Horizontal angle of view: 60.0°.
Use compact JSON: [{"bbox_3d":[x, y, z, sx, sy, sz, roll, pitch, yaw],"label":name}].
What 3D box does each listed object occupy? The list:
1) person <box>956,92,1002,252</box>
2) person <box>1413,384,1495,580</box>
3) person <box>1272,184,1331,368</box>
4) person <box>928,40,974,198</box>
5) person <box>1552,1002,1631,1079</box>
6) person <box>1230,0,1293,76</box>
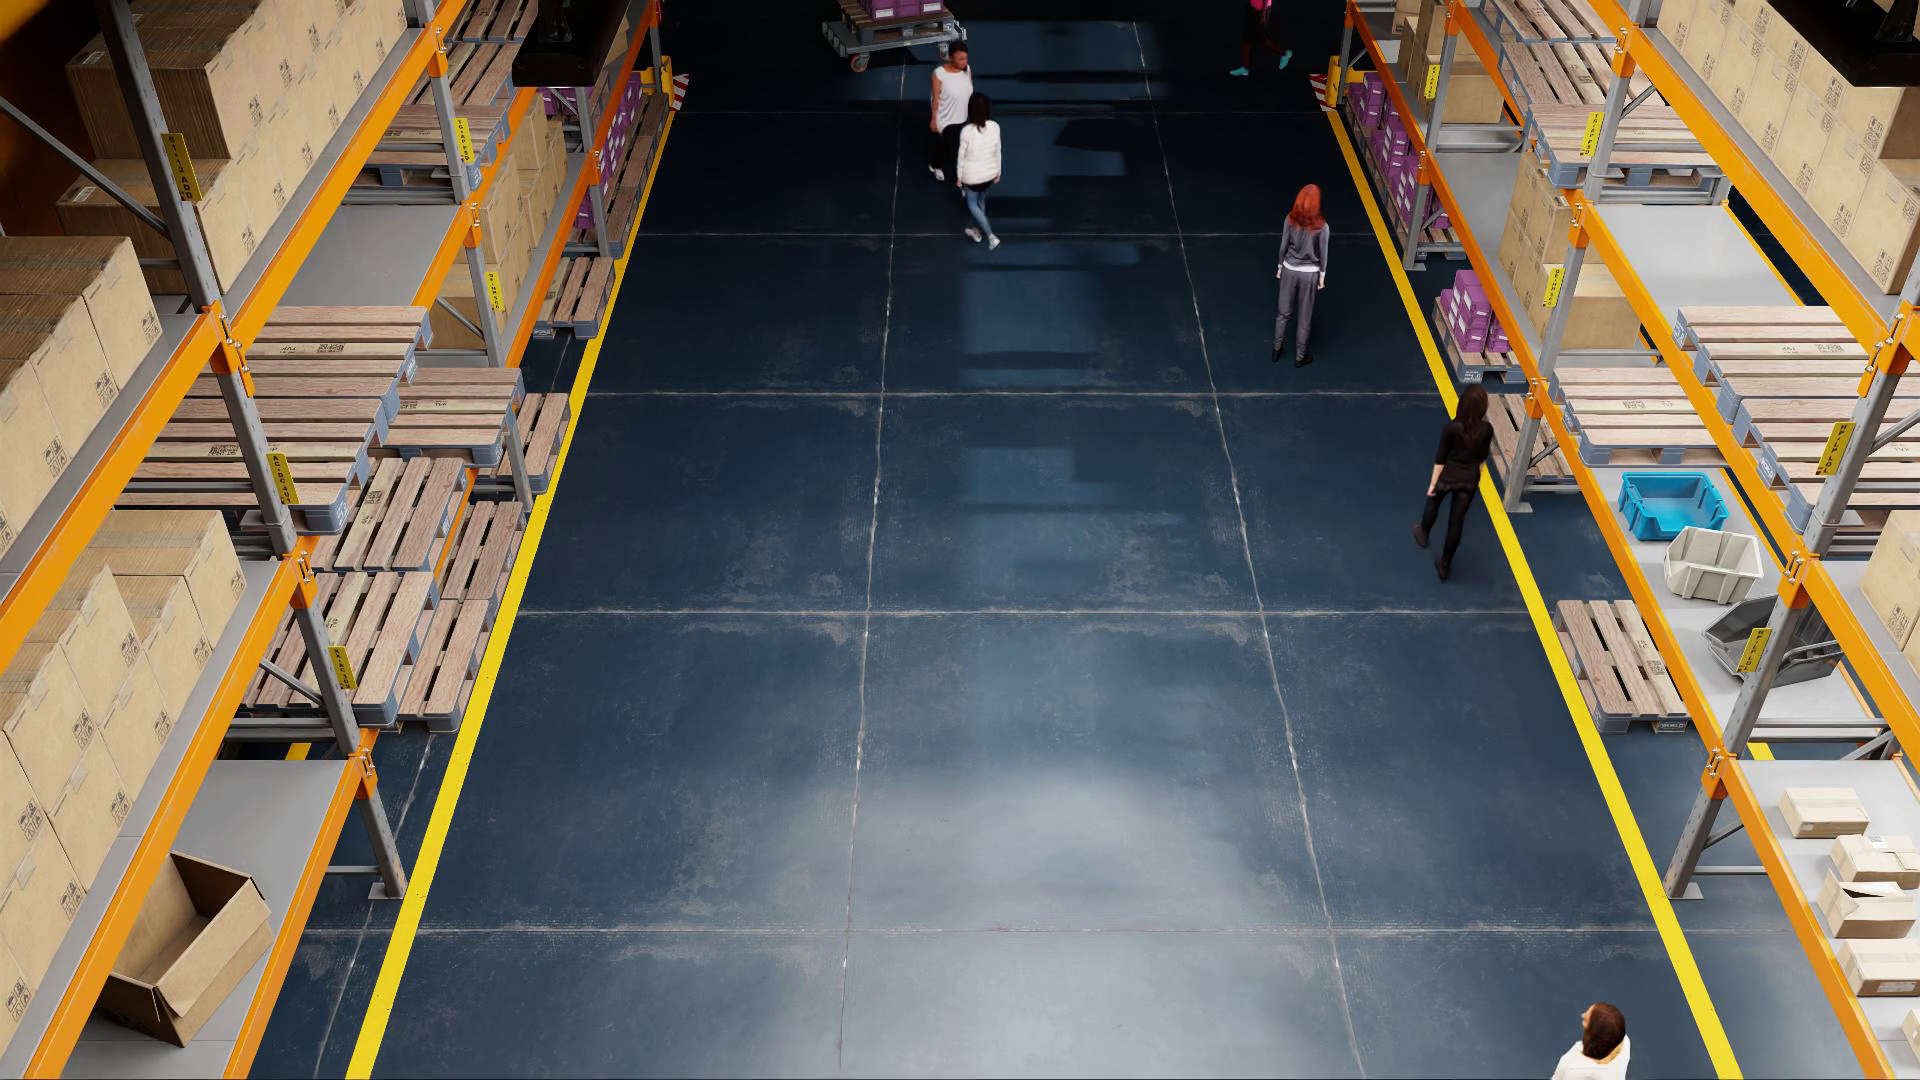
[{"bbox_3d":[0.218,-3.636,16.612,0.912,1.618,1.042,-17,42,-20],"label":"person"},{"bbox_3d":[3.765,-0.392,12.554,0.587,1.612,0.858,1,39,1],"label":"person"},{"bbox_3d":[3.046,-2.370,14.896,0.658,1.781,0.654,19,43,23],"label":"person"},{"bbox_3d":[-0.115,-4.511,17.686,1.141,1.645,1.191,-31,48,-33],"label":"person"},{"bbox_3d":[3.179,2.972,8.321,1.054,1.638,1.167,-27,46,-30],"label":"person"},{"bbox_3d":[3.686,-6.391,19.992,0.721,1.705,0.933,-5,39,-7],"label":"person"}]
